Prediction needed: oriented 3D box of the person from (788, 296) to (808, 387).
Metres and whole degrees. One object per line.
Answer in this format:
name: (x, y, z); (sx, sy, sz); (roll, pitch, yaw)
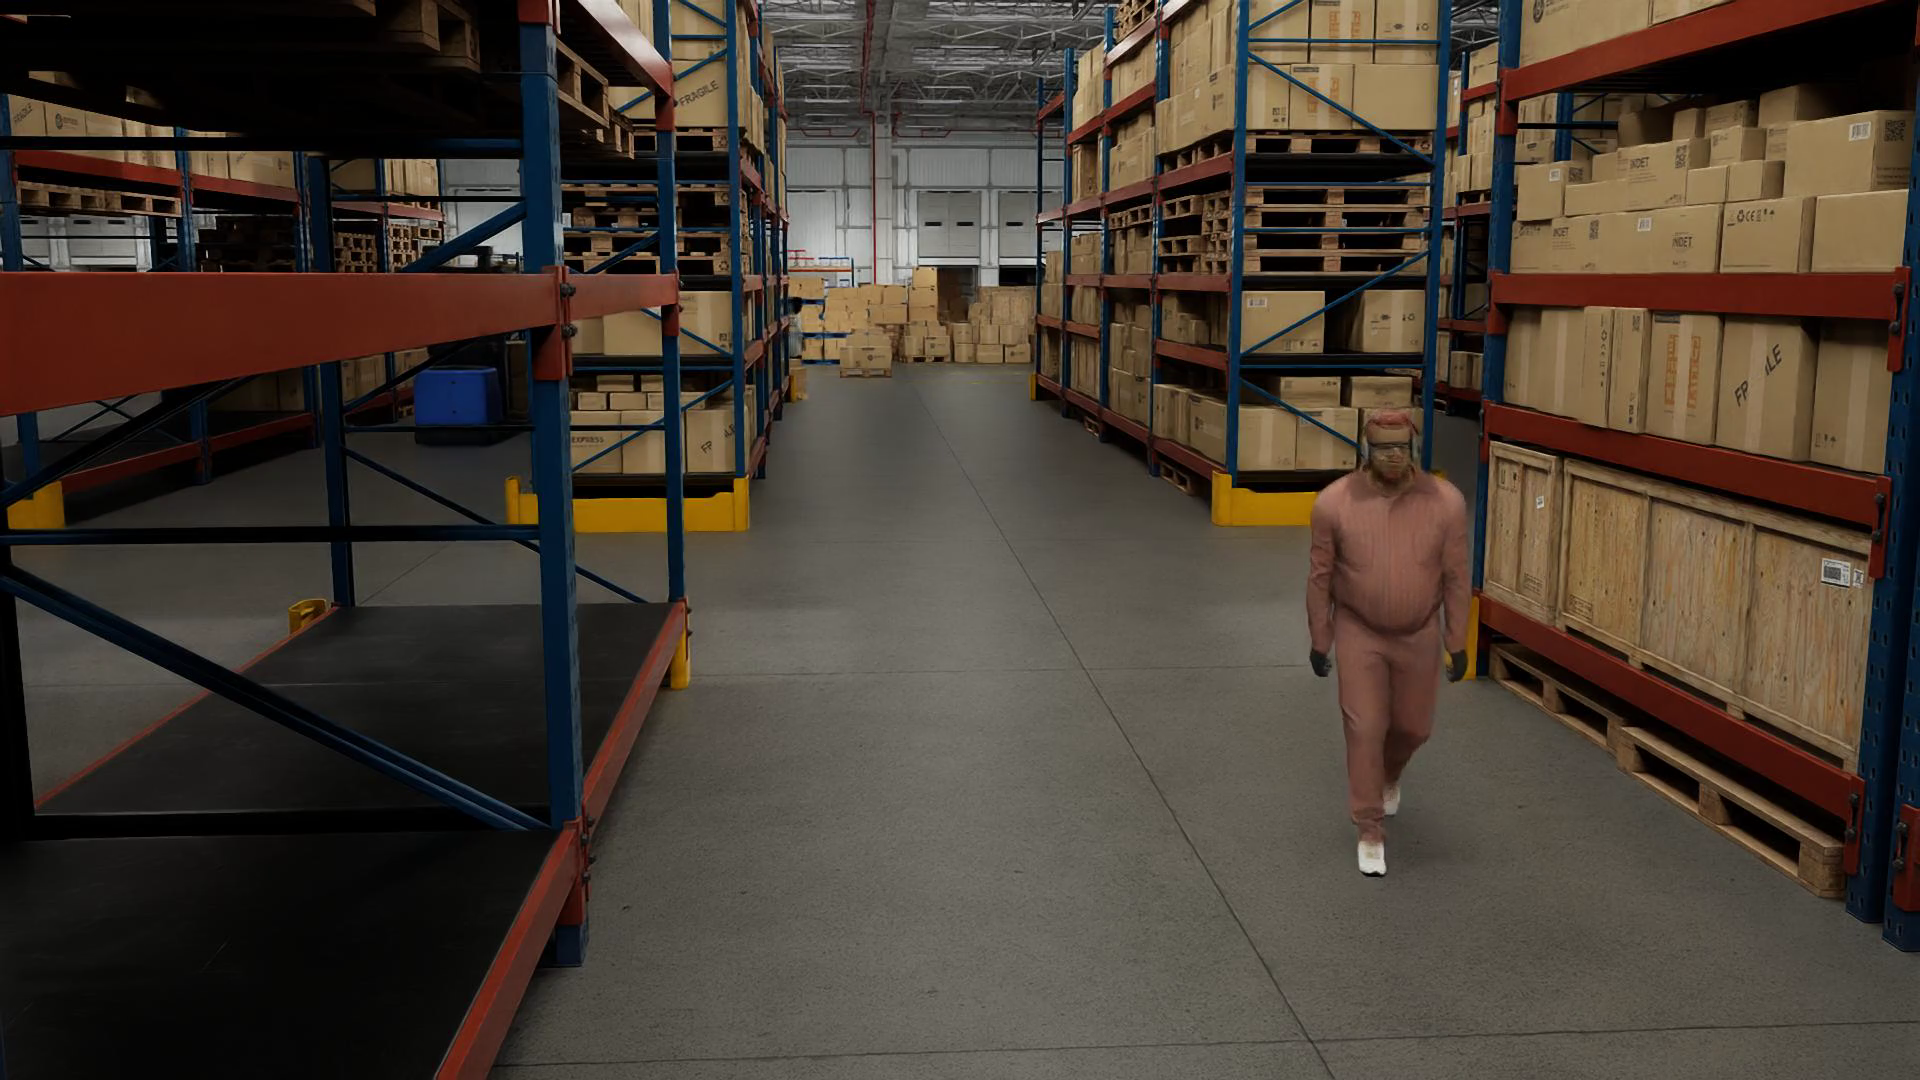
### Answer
person: (-3.440, -4.236, 35.623); (0.720, 1.942, 0.621); (3, 10, 19)

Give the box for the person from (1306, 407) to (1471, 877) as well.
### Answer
person: (1.766, 0.373, 6.915); (0.650, 1.877, 0.818); (1, 9, 5)

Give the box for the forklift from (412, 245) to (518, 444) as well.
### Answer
forklift: (-7.155, -2.829, 23.893); (1.129, 2.768, 1.873); (-1, 9, -4)
